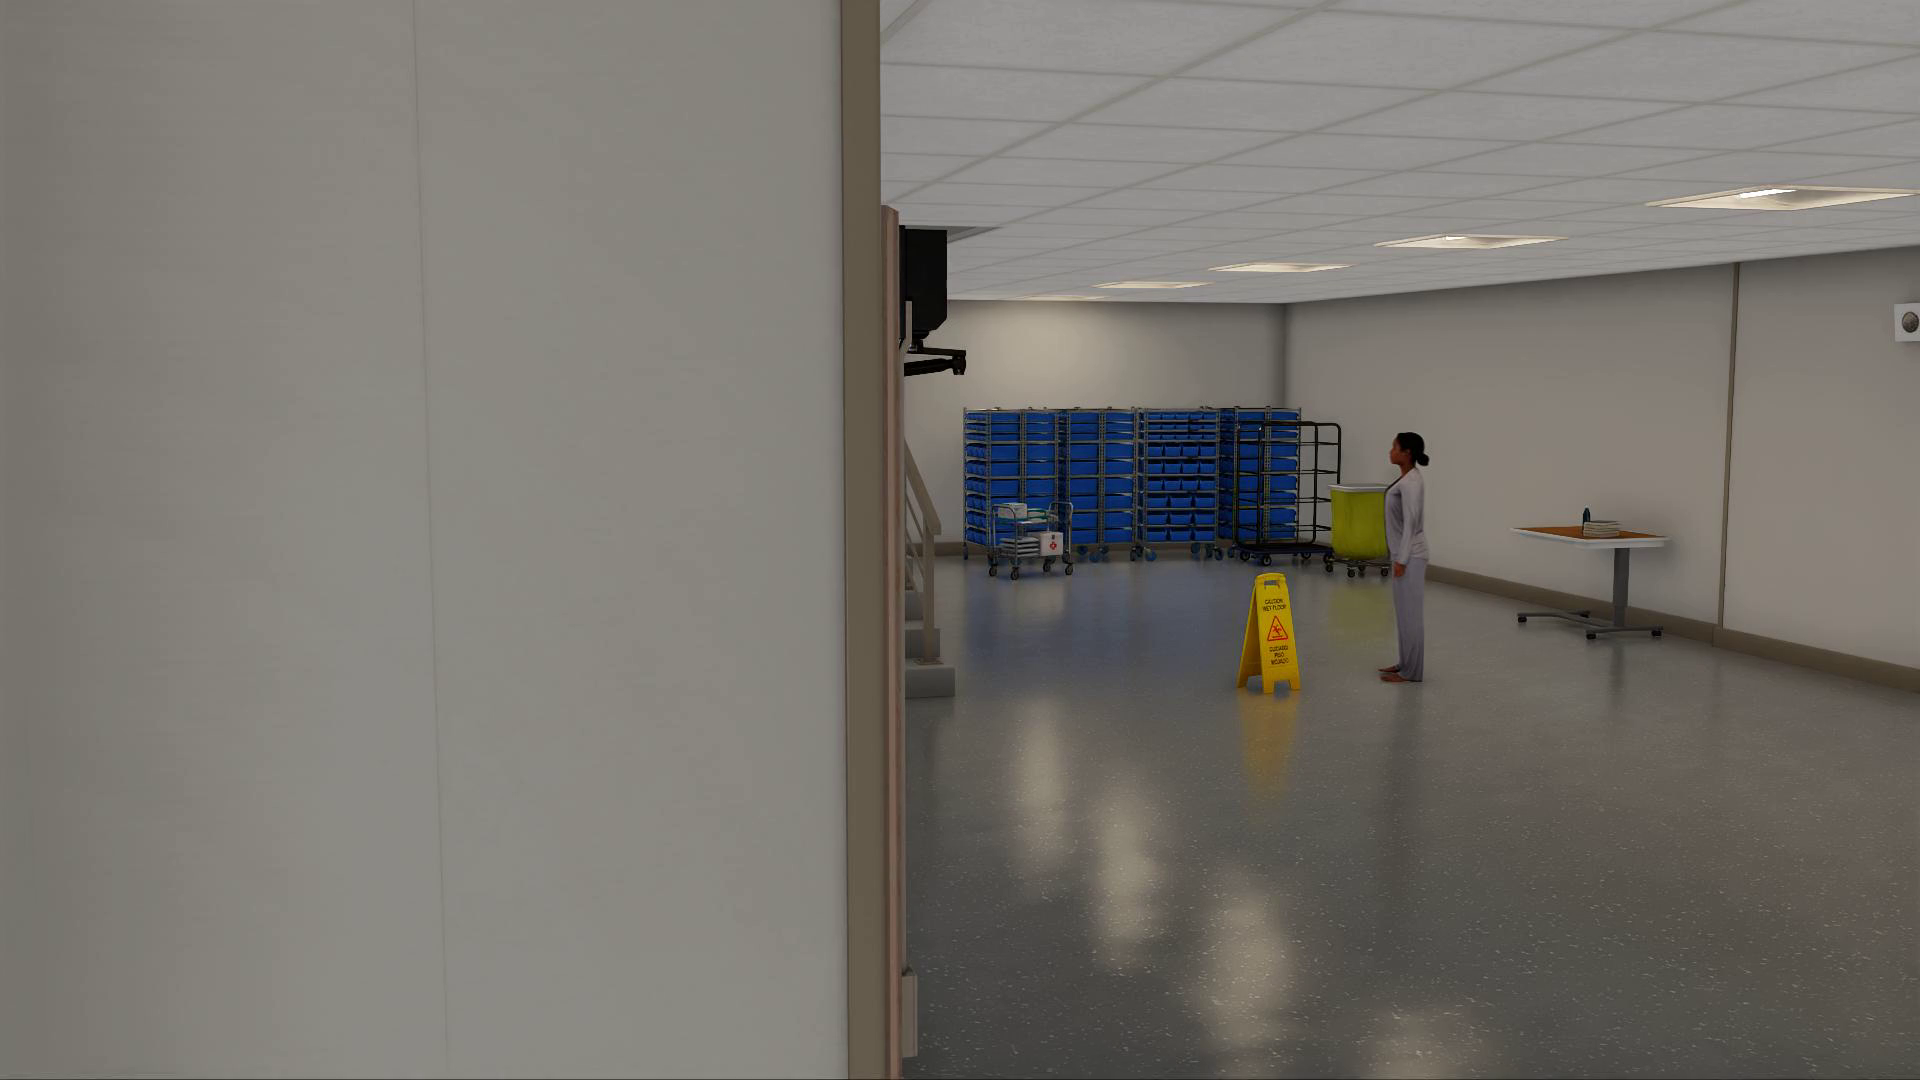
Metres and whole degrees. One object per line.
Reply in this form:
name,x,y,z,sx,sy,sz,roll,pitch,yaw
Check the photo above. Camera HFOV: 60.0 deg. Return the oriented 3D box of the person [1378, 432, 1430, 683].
person,3.135,0.107,11.633,0.768,1.735,0.642,1,6,13
